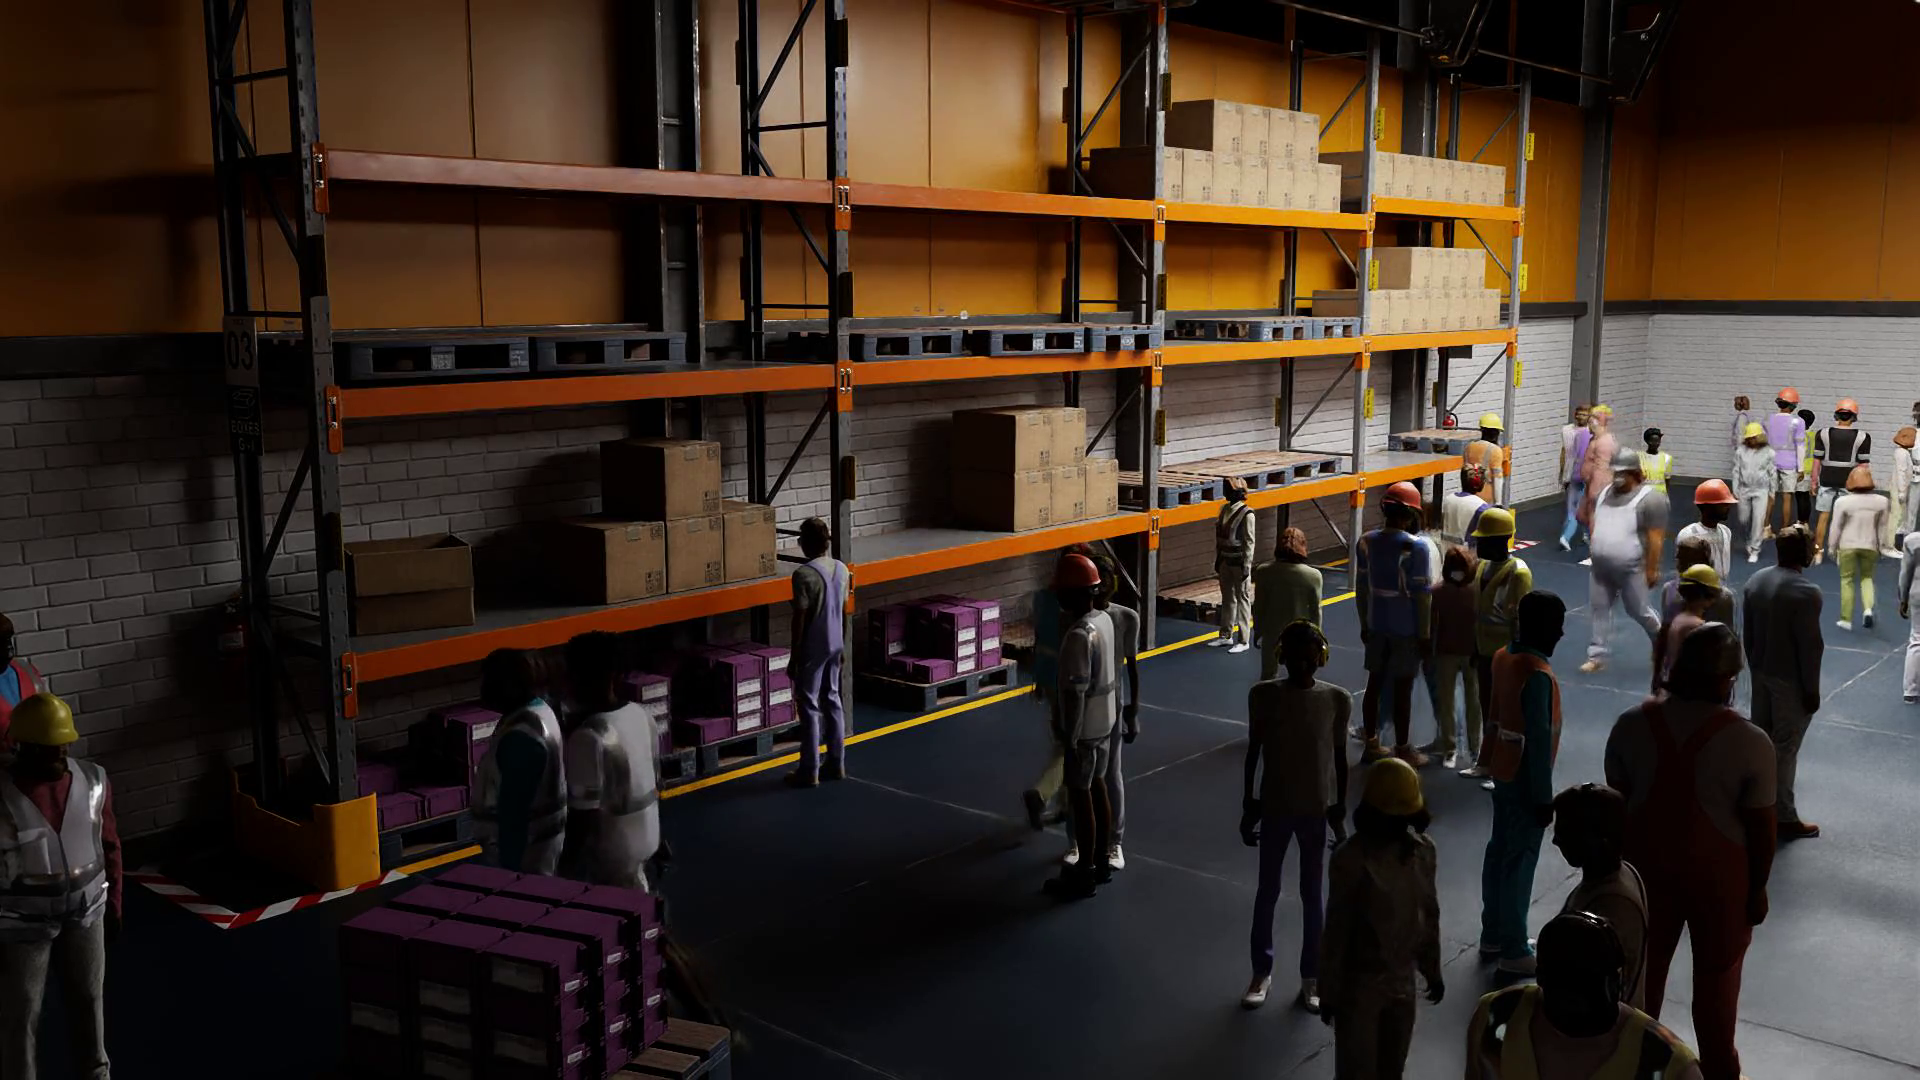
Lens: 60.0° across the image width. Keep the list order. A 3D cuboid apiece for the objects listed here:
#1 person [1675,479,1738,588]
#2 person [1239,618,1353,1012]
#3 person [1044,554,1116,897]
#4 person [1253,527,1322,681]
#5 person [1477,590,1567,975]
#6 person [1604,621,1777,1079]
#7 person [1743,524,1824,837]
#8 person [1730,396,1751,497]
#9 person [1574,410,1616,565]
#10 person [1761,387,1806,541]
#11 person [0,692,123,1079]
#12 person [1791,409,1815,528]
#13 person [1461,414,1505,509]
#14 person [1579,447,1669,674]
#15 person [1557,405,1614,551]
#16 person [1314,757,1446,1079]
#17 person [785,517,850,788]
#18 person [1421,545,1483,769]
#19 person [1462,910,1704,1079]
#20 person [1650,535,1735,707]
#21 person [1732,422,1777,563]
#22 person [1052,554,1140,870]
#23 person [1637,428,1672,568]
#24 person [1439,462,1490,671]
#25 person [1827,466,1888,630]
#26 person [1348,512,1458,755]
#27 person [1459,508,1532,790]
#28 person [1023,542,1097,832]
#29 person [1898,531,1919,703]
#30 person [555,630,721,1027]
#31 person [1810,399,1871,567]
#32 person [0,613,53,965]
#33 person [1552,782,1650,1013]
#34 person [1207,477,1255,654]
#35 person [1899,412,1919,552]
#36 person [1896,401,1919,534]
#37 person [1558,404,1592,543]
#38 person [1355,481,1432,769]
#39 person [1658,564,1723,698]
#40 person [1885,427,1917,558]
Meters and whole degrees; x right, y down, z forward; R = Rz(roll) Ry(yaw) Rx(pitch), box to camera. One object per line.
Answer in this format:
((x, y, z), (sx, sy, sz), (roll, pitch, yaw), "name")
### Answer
((5.672, 0.501, 12.664), (0.548, 1.942, 0.343), (-6, 10, -32), "person")
((1.574, 1.287, 7.834), (0.510, 1.871, 0.328), (2, 9, 10), "person")
((0.668, 1.031, 9.300), (0.386, 1.929, 0.543), (4, 9, 22), "person")
((2.418, 0.715, 12.316), (0.505, 1.623, 0.285), (3, 9, 16), "person")
((2.799, 1.192, 8.301), (0.391, 1.913, 0.588), (0, 9, -1), "person")
((3.081, 1.335, 6.965), (0.536, 2.000, 0.687), (-8, 12, -43), "person")
((5.118, 0.862, 10.343), (0.371, 1.941, 0.627), (-2, 9, -11), "person")
((12.372, -1.465, 26.350), (0.316, 1.629, 0.509), (4, 10, 26), "person")
((7.689, -0.627, 20.149), (0.433, 1.879, 0.635), (2, 9, 12), "person")
((10.846, -0.986, 21.922), (0.379, 2.045, 0.605), (-6, 11, -34), "person")
((-3.624, 1.497, 6.632), (0.403, 1.825, 0.595), (7, 11, 38), "person")
((11.505, -0.937, 22.728), (0.316, 1.695, 0.542), (7, 12, 40), "person")
((6.028, -0.494, 19.149), (0.386, 1.920, 0.590), (-4, 10, -25), "person")
((5.881, 0.149, 14.618), (0.868, 2.000, 0.691), (-6, 11, -33), "person")
((8.000, -0.793, 21.271), (0.952, 1.878, 0.639), (-4, 10, -24), "person")
((1.563, 1.621, 6.126), (0.560, 1.727, 0.354), (-5, 10, -31), "person")
((-0.962, 0.761, 11.339), (0.339, 1.834, 0.523), (7, 11, 39), "person")
((3.485, 0.828, 11.609), (0.520, 1.611, 0.476), (3, 9, 21), "person")
((1.556, 1.846, 4.310), (0.621, 1.845, 0.429), (6, 11, 35), "person")
((4.646, 0.873, 10.611), (0.414, 1.827, 0.535), (-5, 10, -27), "person")
((9.806, -0.608, 20.537), (0.489, 1.720, 0.683), (6, 10, 32), "person")
((0.794, 0.998, 9.726), (0.512, 1.862, 0.329), (2, 9, 11), "person")
((8.249, -0.502, 19.919), (0.539, 1.695, 0.319), (0, 9, -2), "person")
((4.448, 0.232, 14.704), (0.387, 1.845, 0.565), (-3, 9, -19), "person")
((8.799, 0.088, 16.313), (0.529, 1.620, 0.372), (1, 9, 8), "person")
((3.242, 0.624, 12.116), (0.935, 1.856, 0.608), (6, 10, 32), "person")
((3.624, 0.732, 11.270), (0.400, 1.918, 0.583), (-2, 9, -12), "person")
((0.626, 0.920, 10.360), (0.568, 1.822, 0.674), (9, 12, 44), "person")
((7.908, 0.480, 13.446), (0.573, 1.743, 0.350), (7, 12, 40), "person")
((-1.467, 1.350, 7.357), (1.009, 1.913, 0.624), (2, 9, 11), "person")
((10.610, -0.686, 20.062), (0.612, 2.029, 0.407), (5, 10, 30), "person")
((-4.684, 1.253, 8.140), (0.429, 1.844, 0.626), (2, 9, 14), "person")
((2.036, 1.678, 5.401), (0.346, 1.840, 0.505), (4, 10, 23), "person")
((2.540, 0.224, 15.418), (0.309, 1.641, 0.513), (-4, 10, -27), "person")
((12.103, -0.742, 20.888), (0.352, 1.880, 0.576), (-8, 12, -41), "person")
((13.113, -0.983, 22.606), (0.906, 1.841, 0.521), (-3, 9, -20), "person")
((8.201, -0.886, 21.960), (0.560, 1.836, 0.393), (7, 11, 39), "person")
((3.072, 0.601, 11.723), (0.391, 2.034, 0.605), (-7, 11, -38), "person")
((4.384, 1.020, 9.983), (0.358, 1.737, 0.563), (1, 9, 9), "person")
((11.716, -0.593, 20.712), (0.267, 1.632, 0.507), (5, 10, 27), "person")
